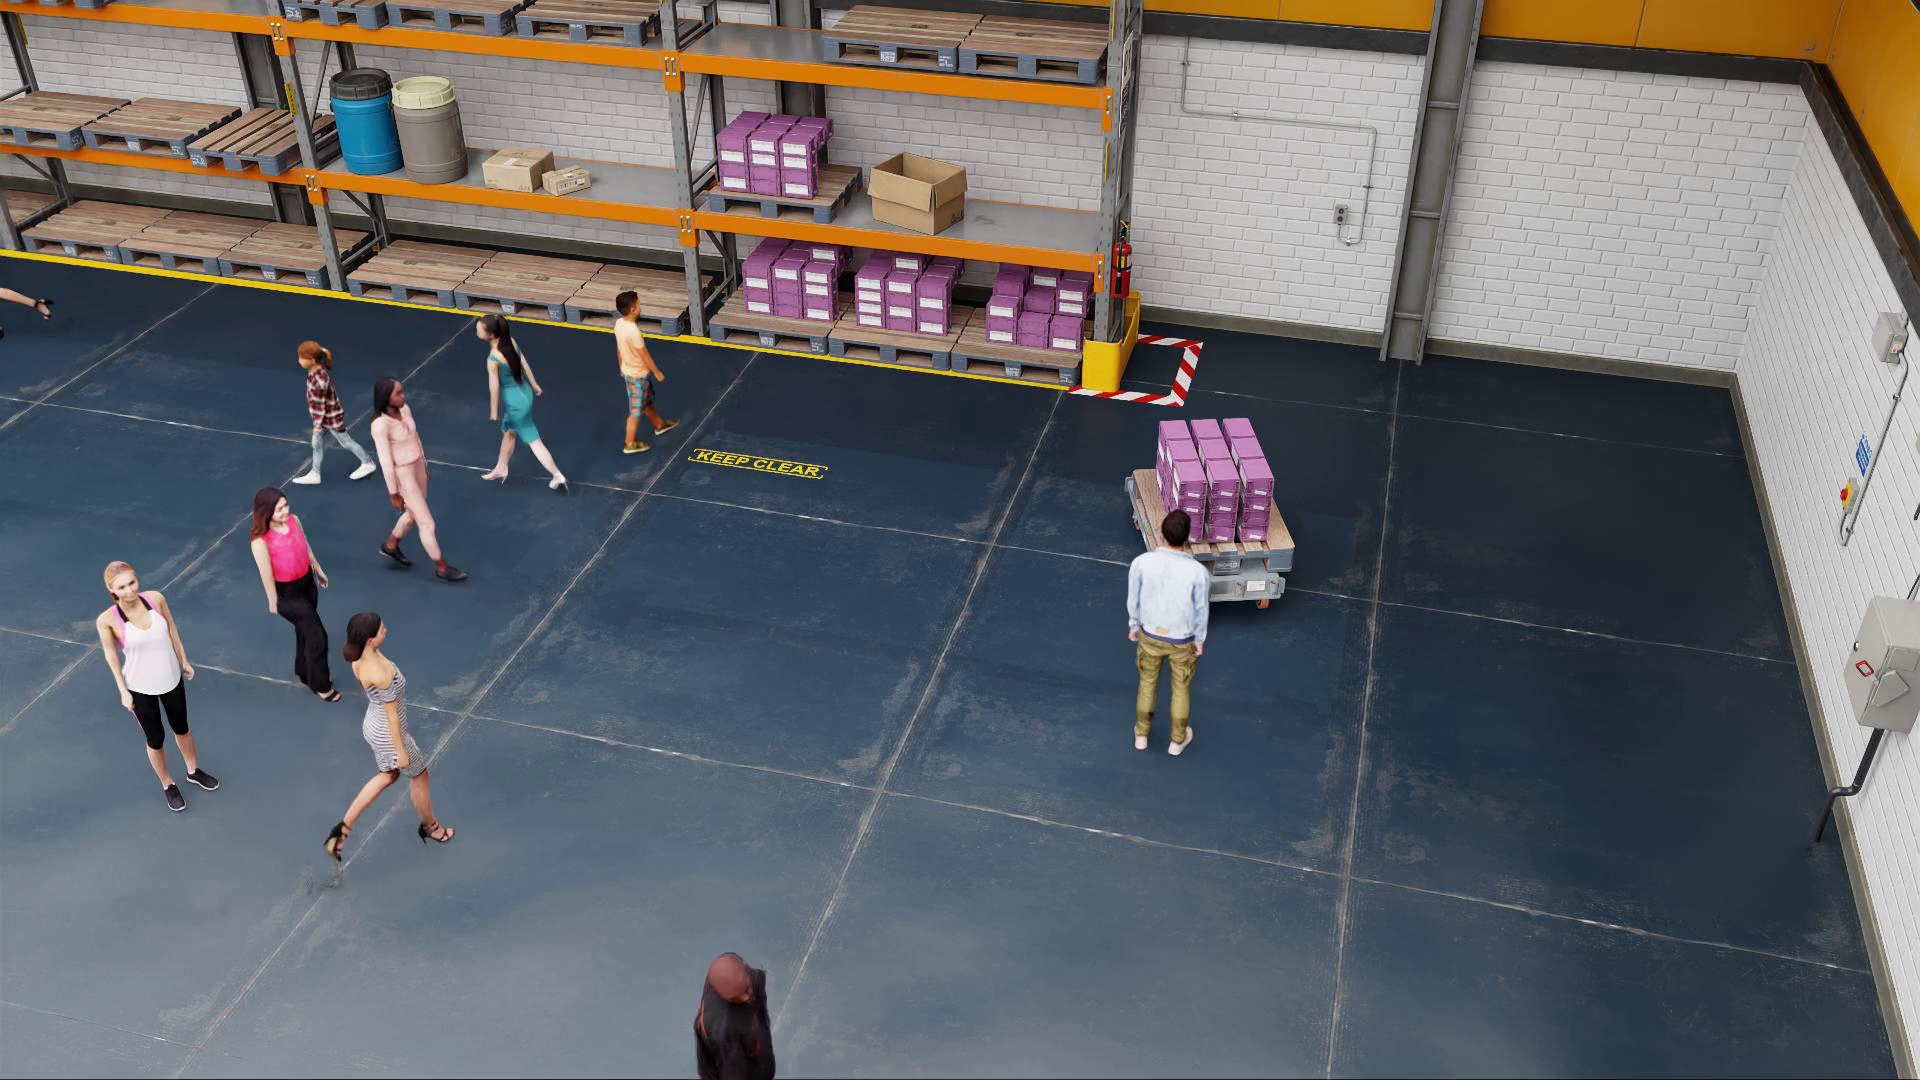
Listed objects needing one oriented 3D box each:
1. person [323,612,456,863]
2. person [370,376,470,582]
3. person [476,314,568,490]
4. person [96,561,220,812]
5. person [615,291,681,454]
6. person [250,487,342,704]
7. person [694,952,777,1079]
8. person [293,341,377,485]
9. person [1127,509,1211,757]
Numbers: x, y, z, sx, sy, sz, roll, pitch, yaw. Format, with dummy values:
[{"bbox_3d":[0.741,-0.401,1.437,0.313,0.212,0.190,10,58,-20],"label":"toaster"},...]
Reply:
[{"bbox_3d":[-3.477,1.218,9.864,1.031,1.796,1.024,-22,39,-29],"label":"person"},{"bbox_3d":[-4.203,-0.456,12.467,1.001,1.702,0.681,5,34,8],"label":"person"},{"bbox_3d":[-3.515,-1.086,13.476,0.964,1.636,0.660,10,35,15],"label":"person"},{"bbox_3d":[-5.034,0.883,10.375,0.654,1.787,0.676,23,40,31],"label":"person"},{"bbox_3d":[-2.798,-1.394,14.114,0.892,1.441,0.846,-20,39,-28],"label":"person"},{"bbox_3d":[-4.581,0.353,11.298,0.673,1.648,0.617,5,34,7],"label":"person"},{"bbox_3d":[-1.110,2.515,7.924,0.855,1.783,0.935,-10,35,-15],"label":"person"},{"bbox_3d":[-5.153,-1.040,13.733,0.927,1.274,0.885,-19,38,-26],"label":"person"},{"bbox_3d":[1.342,0.608,10.769,0.502,1.809,0.742,10,35,15],"label":"person"}]
